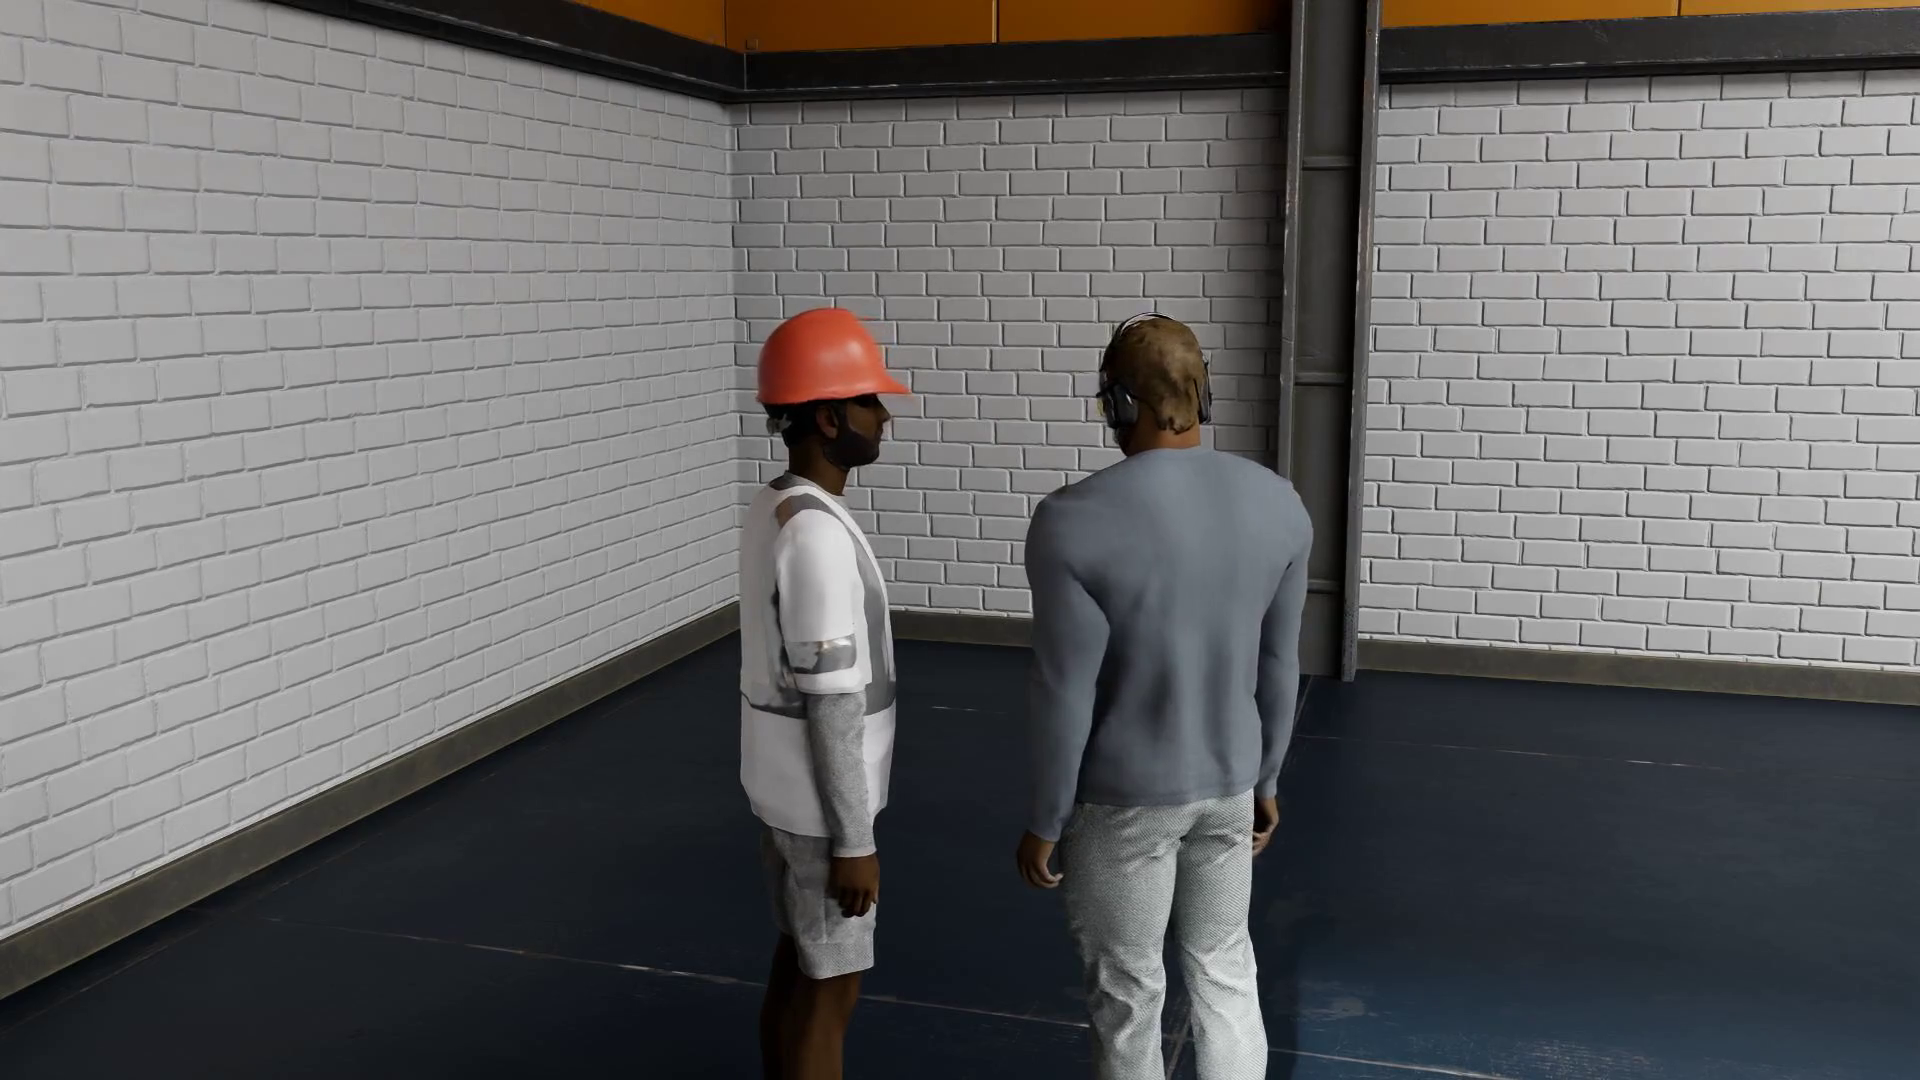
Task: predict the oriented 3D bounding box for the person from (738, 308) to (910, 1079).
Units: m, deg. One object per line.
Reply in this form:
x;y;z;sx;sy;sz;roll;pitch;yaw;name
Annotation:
-0.268;0.507;3.390;0.347;1.943;0.544;-3;10;-16;person

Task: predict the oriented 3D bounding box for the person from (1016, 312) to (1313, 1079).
0.396;0.517;3.352;0.627;1.934;0.372;-5;10;-26;person
